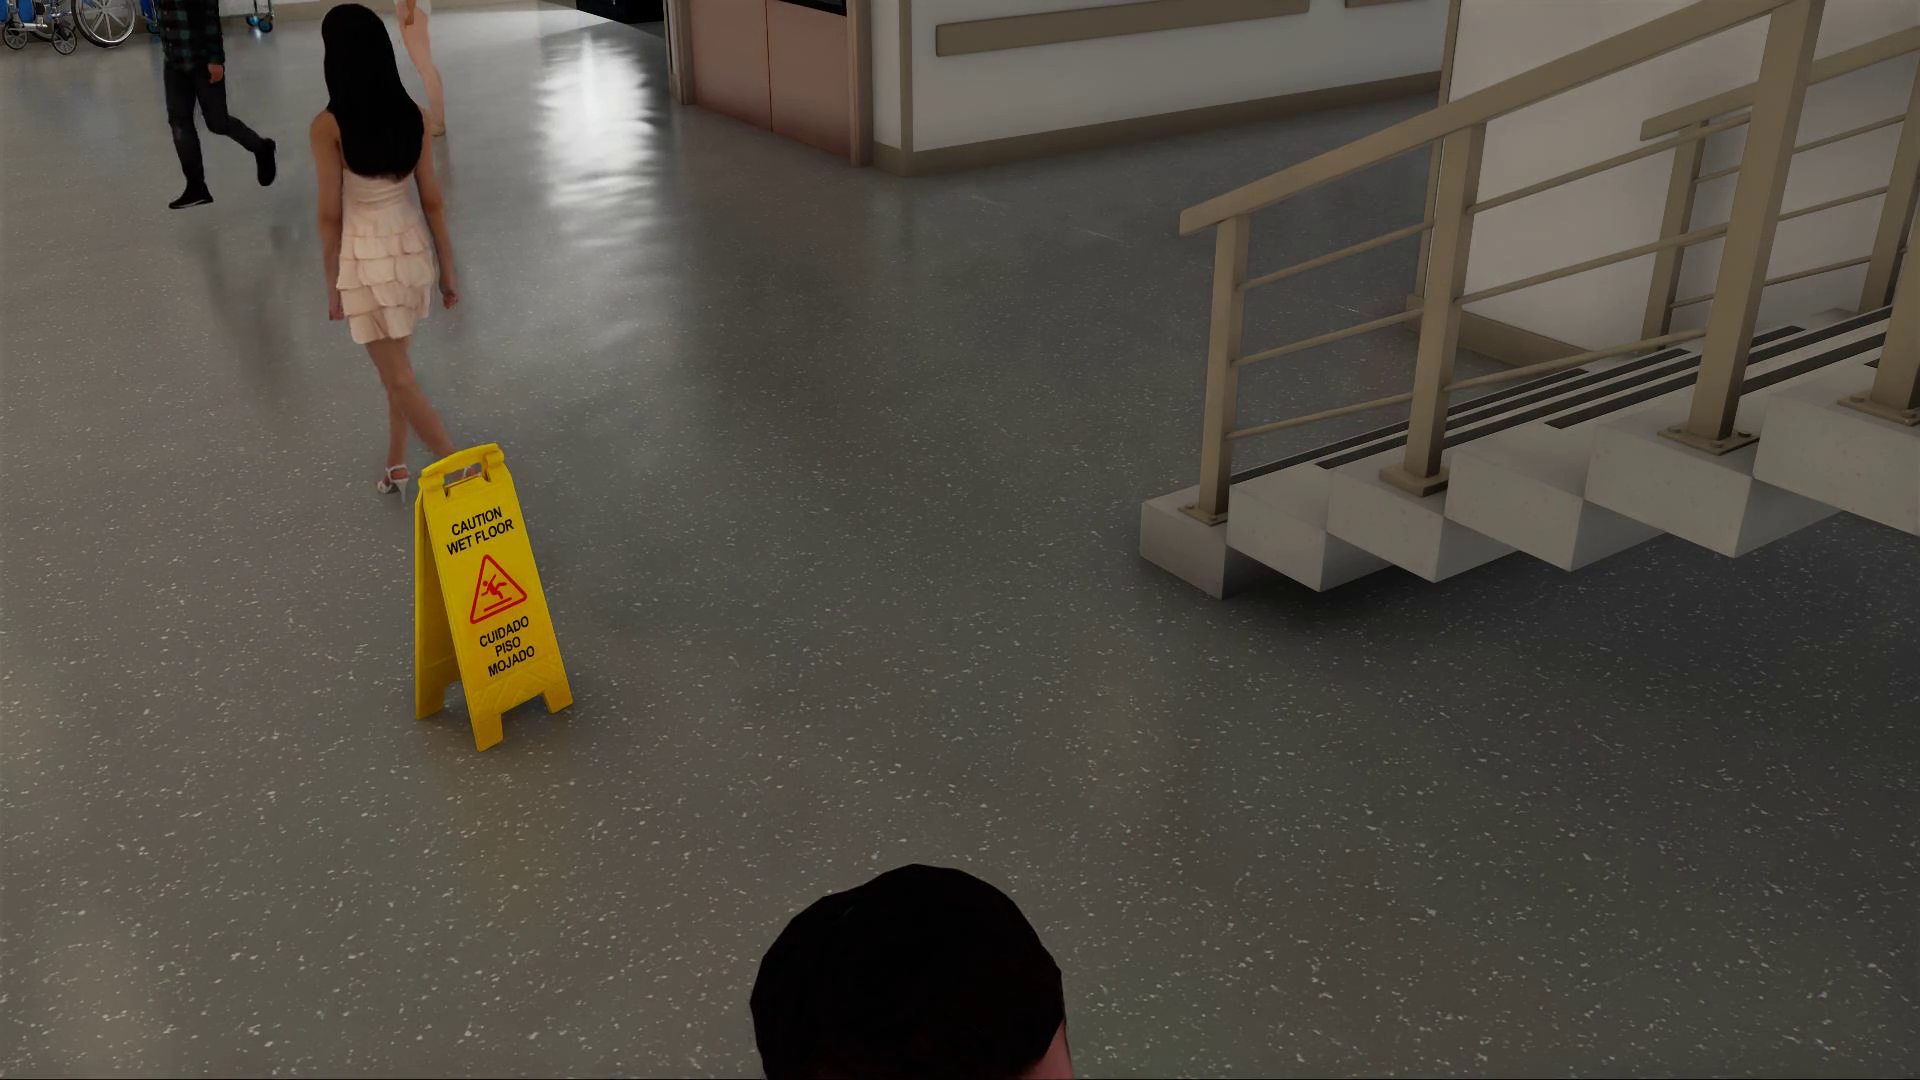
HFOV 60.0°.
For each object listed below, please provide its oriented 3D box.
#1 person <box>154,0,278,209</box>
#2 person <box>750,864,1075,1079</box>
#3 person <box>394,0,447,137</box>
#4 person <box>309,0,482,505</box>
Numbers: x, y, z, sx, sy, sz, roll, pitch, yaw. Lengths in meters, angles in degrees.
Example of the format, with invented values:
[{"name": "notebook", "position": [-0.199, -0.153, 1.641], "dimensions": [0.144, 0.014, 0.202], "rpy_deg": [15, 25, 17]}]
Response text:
[{"name": "person", "position": [-4.199, -2.704, 9.199], "dimensions": [1.024, 1.693, 0.998], "rpy_deg": [11, 28, 21]}, {"name": "person", "position": [-0.030, 1.046, 1.309], "dimensions": [0.686, 1.913, 0.576], "rpy_deg": [-16, 30, -29]}, {"name": "person", "position": [-3.675, -3.573, 11.198], "dimensions": [0.665, 1.643, 0.528], "rpy_deg": [-6, 26, -13]}, {"name": "person", "position": [-1.810, -0.811, 5.399], "dimensions": [1.089, 1.706, 0.724], "rpy_deg": [22, 33, 37]}]
